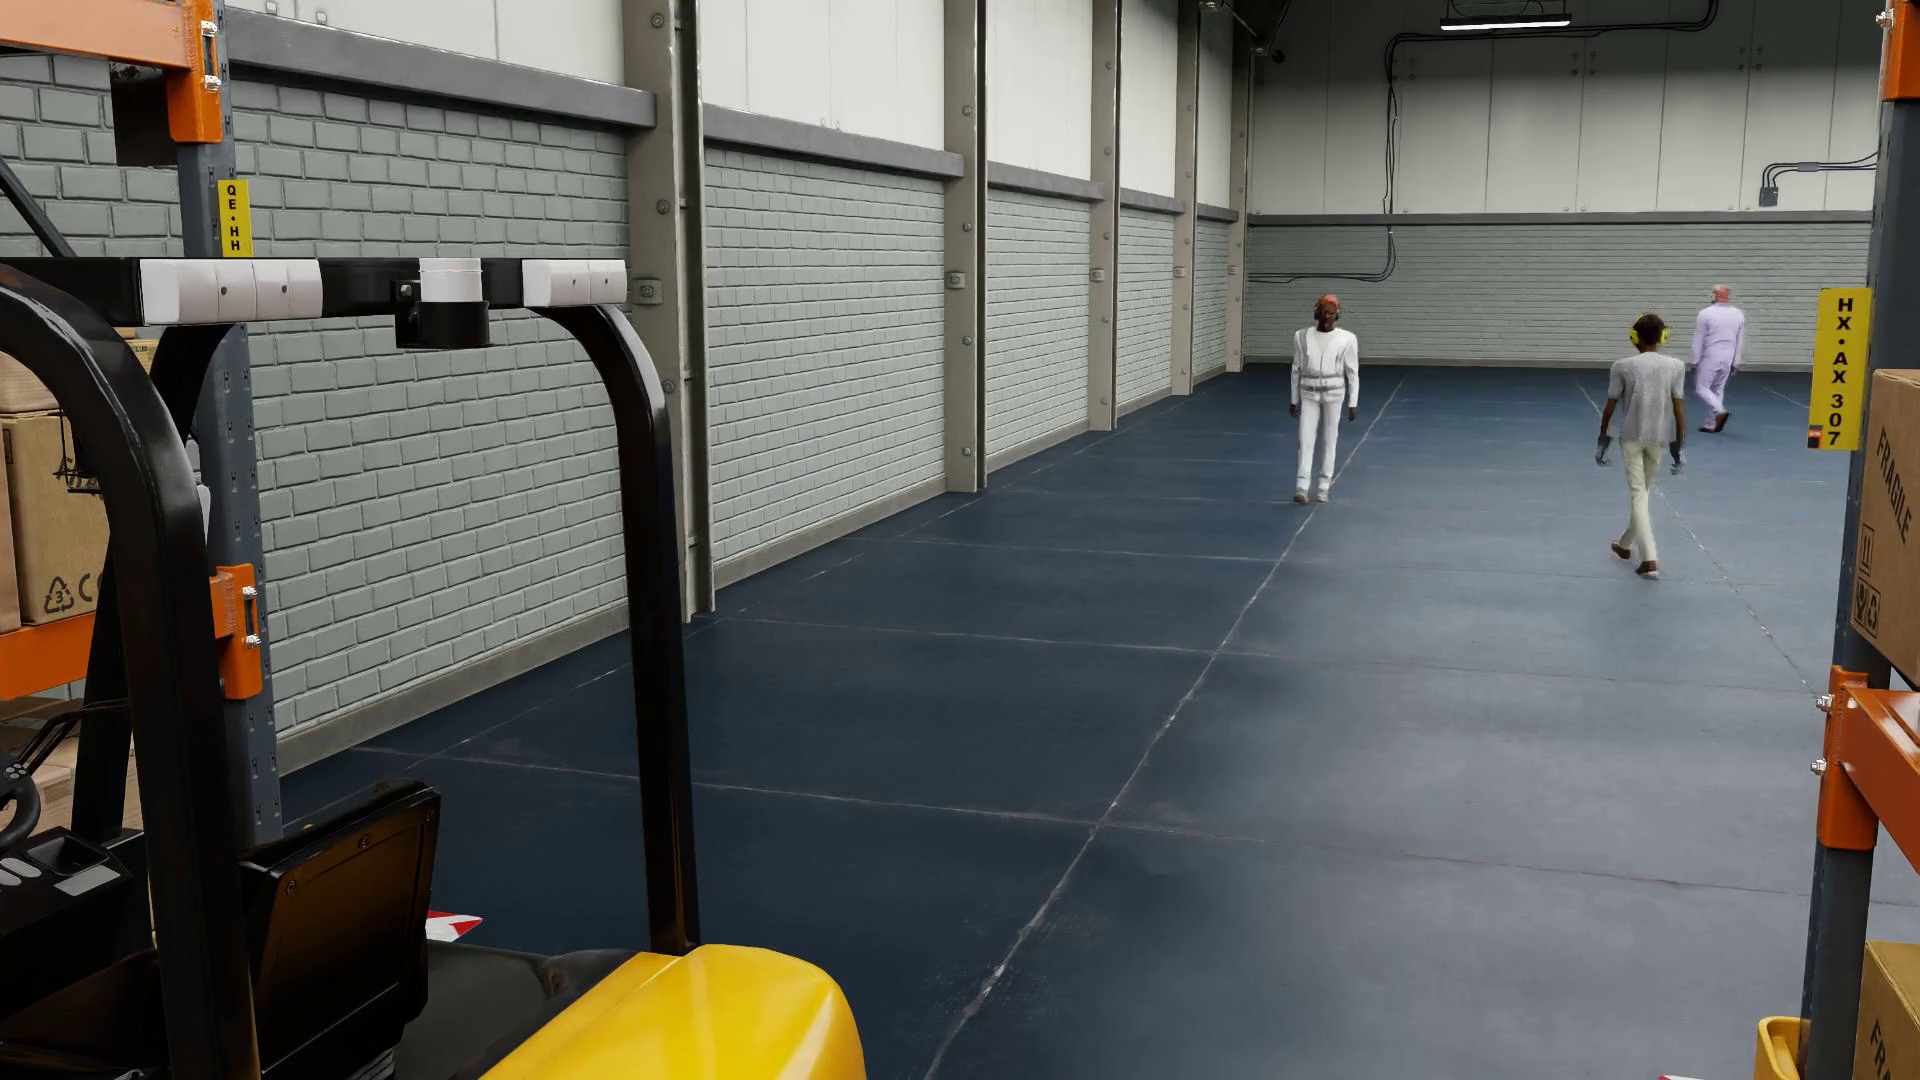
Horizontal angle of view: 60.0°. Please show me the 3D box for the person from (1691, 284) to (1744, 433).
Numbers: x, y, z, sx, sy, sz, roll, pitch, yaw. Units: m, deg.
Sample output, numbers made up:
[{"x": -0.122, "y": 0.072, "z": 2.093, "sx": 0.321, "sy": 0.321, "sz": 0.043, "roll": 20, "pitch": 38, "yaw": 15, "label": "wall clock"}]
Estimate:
[{"x": 9.483, "y": -2.251, "z": 20.803, "sx": 0.647, "sy": 1.893, "sz": 0.674, "roll": -2, "pitch": 10, "yaw": -12, "label": "person"}]

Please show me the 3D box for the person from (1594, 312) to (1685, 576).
[{"x": 4.772, "y": -0.683, "z": 11.692, "sx": 0.530, "sy": 1.814, "sz": 1.000, "roll": 1, "pitch": 10, "yaw": 4, "label": "person"}]

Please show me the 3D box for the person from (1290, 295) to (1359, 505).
[{"x": 3.224, "y": -1.232, "z": 14.799, "sx": 0.608, "sy": 1.858, "sz": 0.790, "roll": 3, "pitch": 10, "yaw": 17, "label": "person"}]
